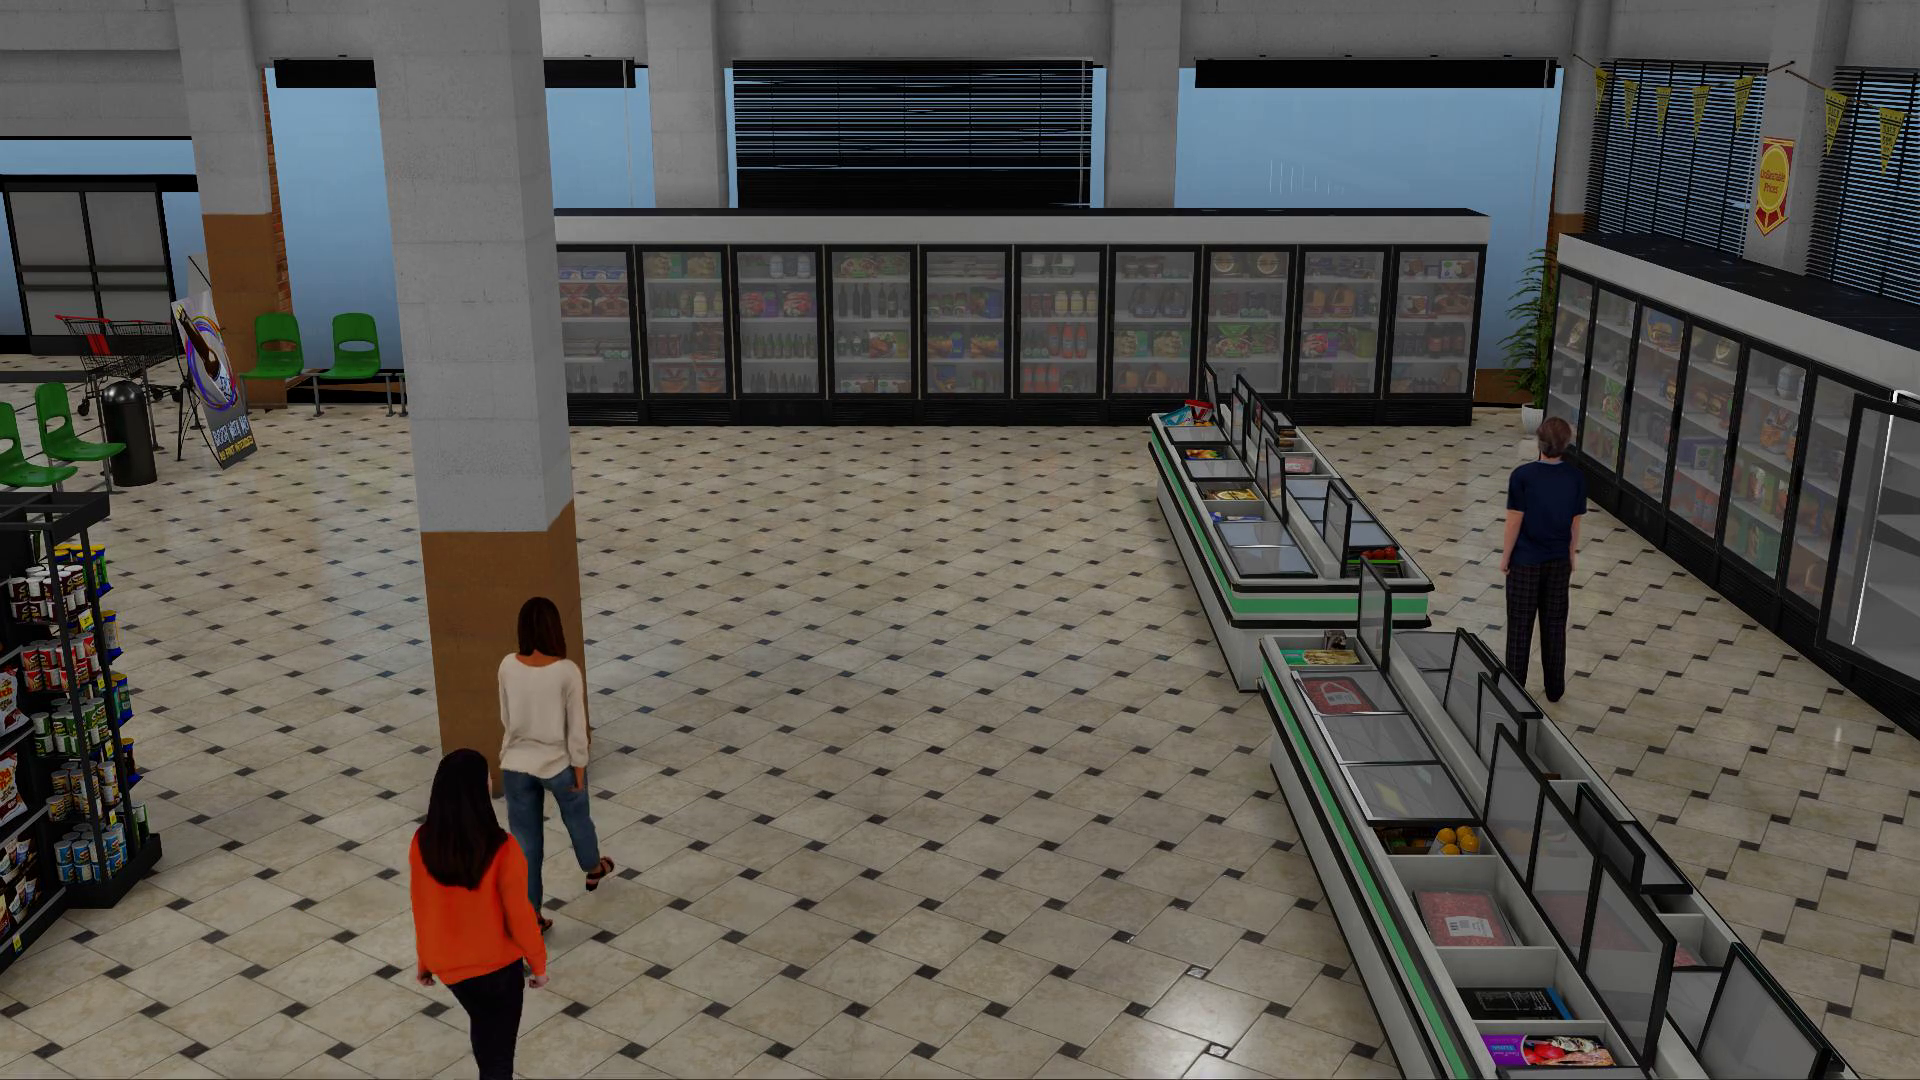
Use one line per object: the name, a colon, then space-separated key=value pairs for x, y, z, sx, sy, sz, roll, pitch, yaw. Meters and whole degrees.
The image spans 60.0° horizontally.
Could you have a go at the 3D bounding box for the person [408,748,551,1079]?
person: x=-1.786 y=1.600 z=6.035 sx=0.785 sy=1.736 sz=0.896 roll=6 pitch=18 yaw=19

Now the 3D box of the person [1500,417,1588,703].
person: x=3.713 y=0.131 z=10.642 sx=0.659 sy=1.871 sz=0.531 roll=0 pitch=17 yaw=1

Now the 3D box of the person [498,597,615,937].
person: x=-1.988 y=1.108 z=7.794 sx=0.724 sy=1.657 sz=0.999 roll=2 pitch=17 yaw=8
